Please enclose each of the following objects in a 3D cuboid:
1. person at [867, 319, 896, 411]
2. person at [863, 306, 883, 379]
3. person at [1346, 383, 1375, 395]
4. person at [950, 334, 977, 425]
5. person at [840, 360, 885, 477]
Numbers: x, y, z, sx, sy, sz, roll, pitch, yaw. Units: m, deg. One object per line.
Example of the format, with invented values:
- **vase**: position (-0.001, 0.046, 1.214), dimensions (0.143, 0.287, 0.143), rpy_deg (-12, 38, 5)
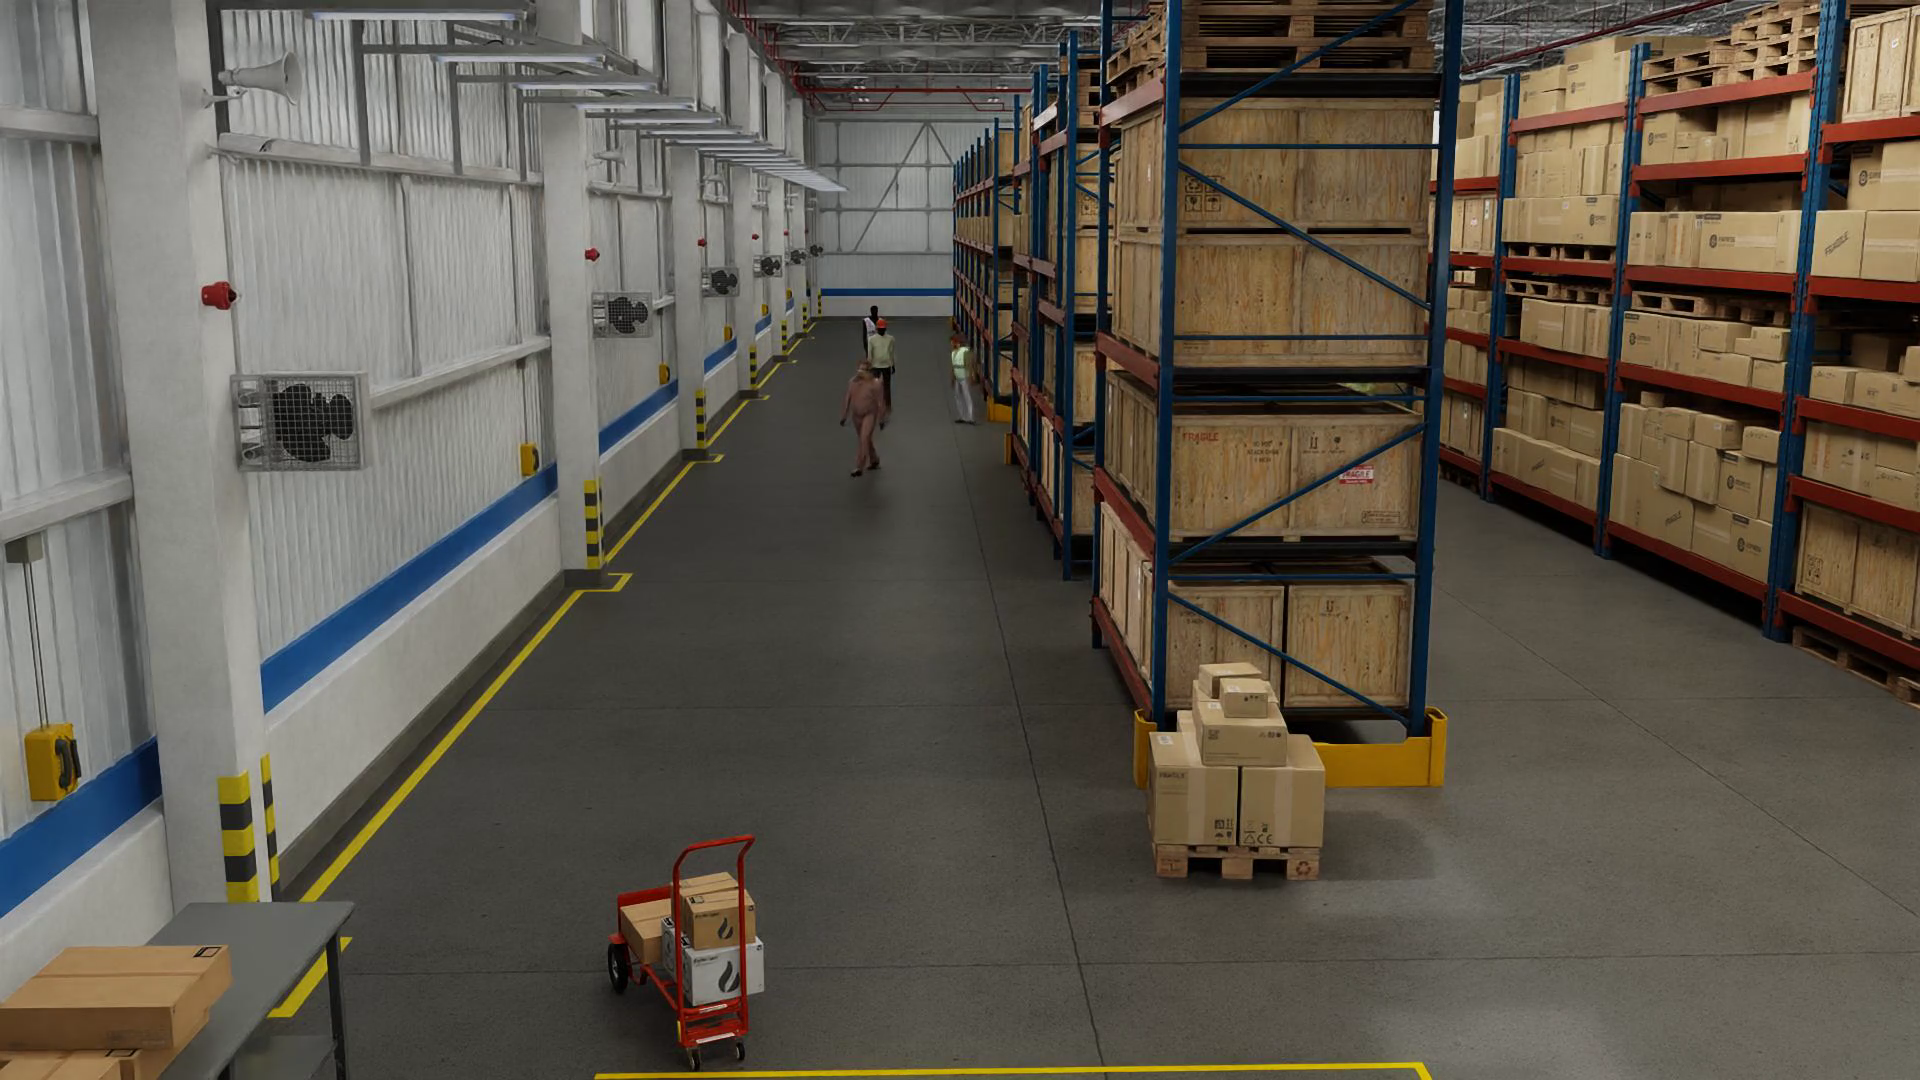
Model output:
- **person**: position (-1.686, -3.751, 35.710), dimensions (0.617, 1.986, 0.409), rpy_deg (-3, 11, -16)
- **person**: position (-2.227, -5.075, 42.799), dimensions (0.586, 1.911, 0.398), rpy_deg (-6, 12, -28)
- **person**: position (6.730, -2.145, 28.213), dimensions (0.572, 1.645, 0.797), rpy_deg (1, 11, 8)
- **person**: position (0.091, -3.210, 33.370), dimensions (0.401, 1.809, 0.737), rpy_deg (-6, 13, -30)
- **person**: position (-1.522, -1.993, 26.898), dimensions (0.645, 1.860, 1.004), rpy_deg (6, 13, 29)
